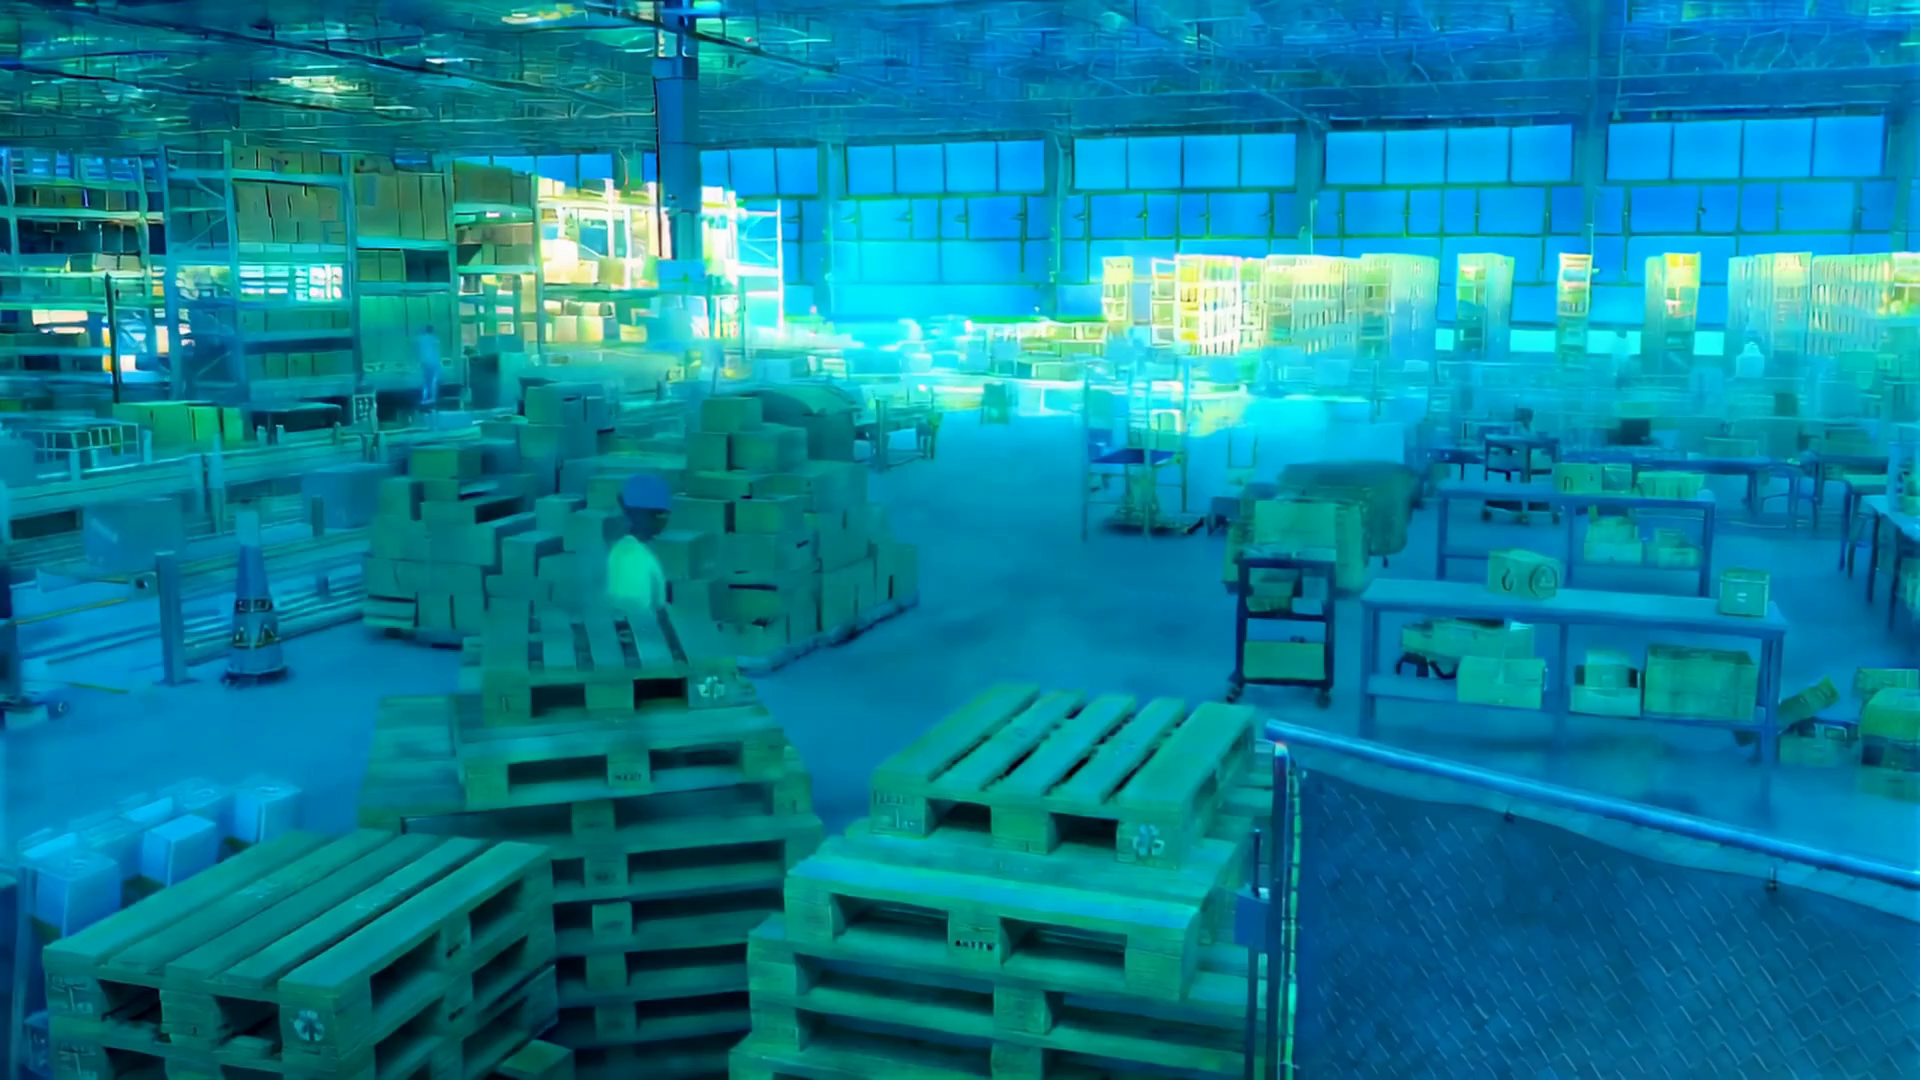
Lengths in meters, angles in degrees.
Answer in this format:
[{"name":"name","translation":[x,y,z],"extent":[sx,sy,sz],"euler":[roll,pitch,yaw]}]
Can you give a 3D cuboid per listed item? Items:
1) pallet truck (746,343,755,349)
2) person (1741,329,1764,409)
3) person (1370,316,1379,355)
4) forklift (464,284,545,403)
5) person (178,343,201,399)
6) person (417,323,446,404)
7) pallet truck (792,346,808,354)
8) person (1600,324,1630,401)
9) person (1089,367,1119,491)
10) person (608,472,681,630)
[{"name":"pallet truck","translation":[-6.183,-4.618,44.264],"extent":[1.601,1.201,0.680],"euler":[-9,12,-43]},{"name":"person","translation":[17.993,-3.865,37.674],"extent":[0.513,1.814,0.625],"euler":[3,10,19]},{"name":"person","translation":[13.105,-6.331,52.660],"extent":[0.415,1.985,0.611],"euler":[3,10,19]},{"name":"forklift","translation":[-10.832,-4.702,39.610],"extent":[1.129,2.768,1.873],"euler":[3,10,20]},{"name":"person","translation":[-16.298,-3.378,35.286],"extent":[0.706,1.602,0.494],"euler":[-6,11,-35]},{"name":"person","translation":[-12.492,-4.179,39.357],"extent":[0.658,1.909,0.773],"euler":[4,10,23]},{"name":"pallet truck","translation":[-3.705,-4.298,42.022],"extent":[0.653,1.274,1.630],"euler":[3,10,20]},{"name":"person","translation":[15.703,-4.223,39.757],"extent":[0.870,1.875,0.642],"euler":[5,10,27]},{"name":"person","translation":[2.013,-1.587,23.651],"extent":[0.527,1.734,0.778],"euler":[2,9,15]},{"name":"person","translation":[-1.631,0.618,9.002],"extent":[1.076,1.980,0.621],"euler":[-2,9,-13]}]
